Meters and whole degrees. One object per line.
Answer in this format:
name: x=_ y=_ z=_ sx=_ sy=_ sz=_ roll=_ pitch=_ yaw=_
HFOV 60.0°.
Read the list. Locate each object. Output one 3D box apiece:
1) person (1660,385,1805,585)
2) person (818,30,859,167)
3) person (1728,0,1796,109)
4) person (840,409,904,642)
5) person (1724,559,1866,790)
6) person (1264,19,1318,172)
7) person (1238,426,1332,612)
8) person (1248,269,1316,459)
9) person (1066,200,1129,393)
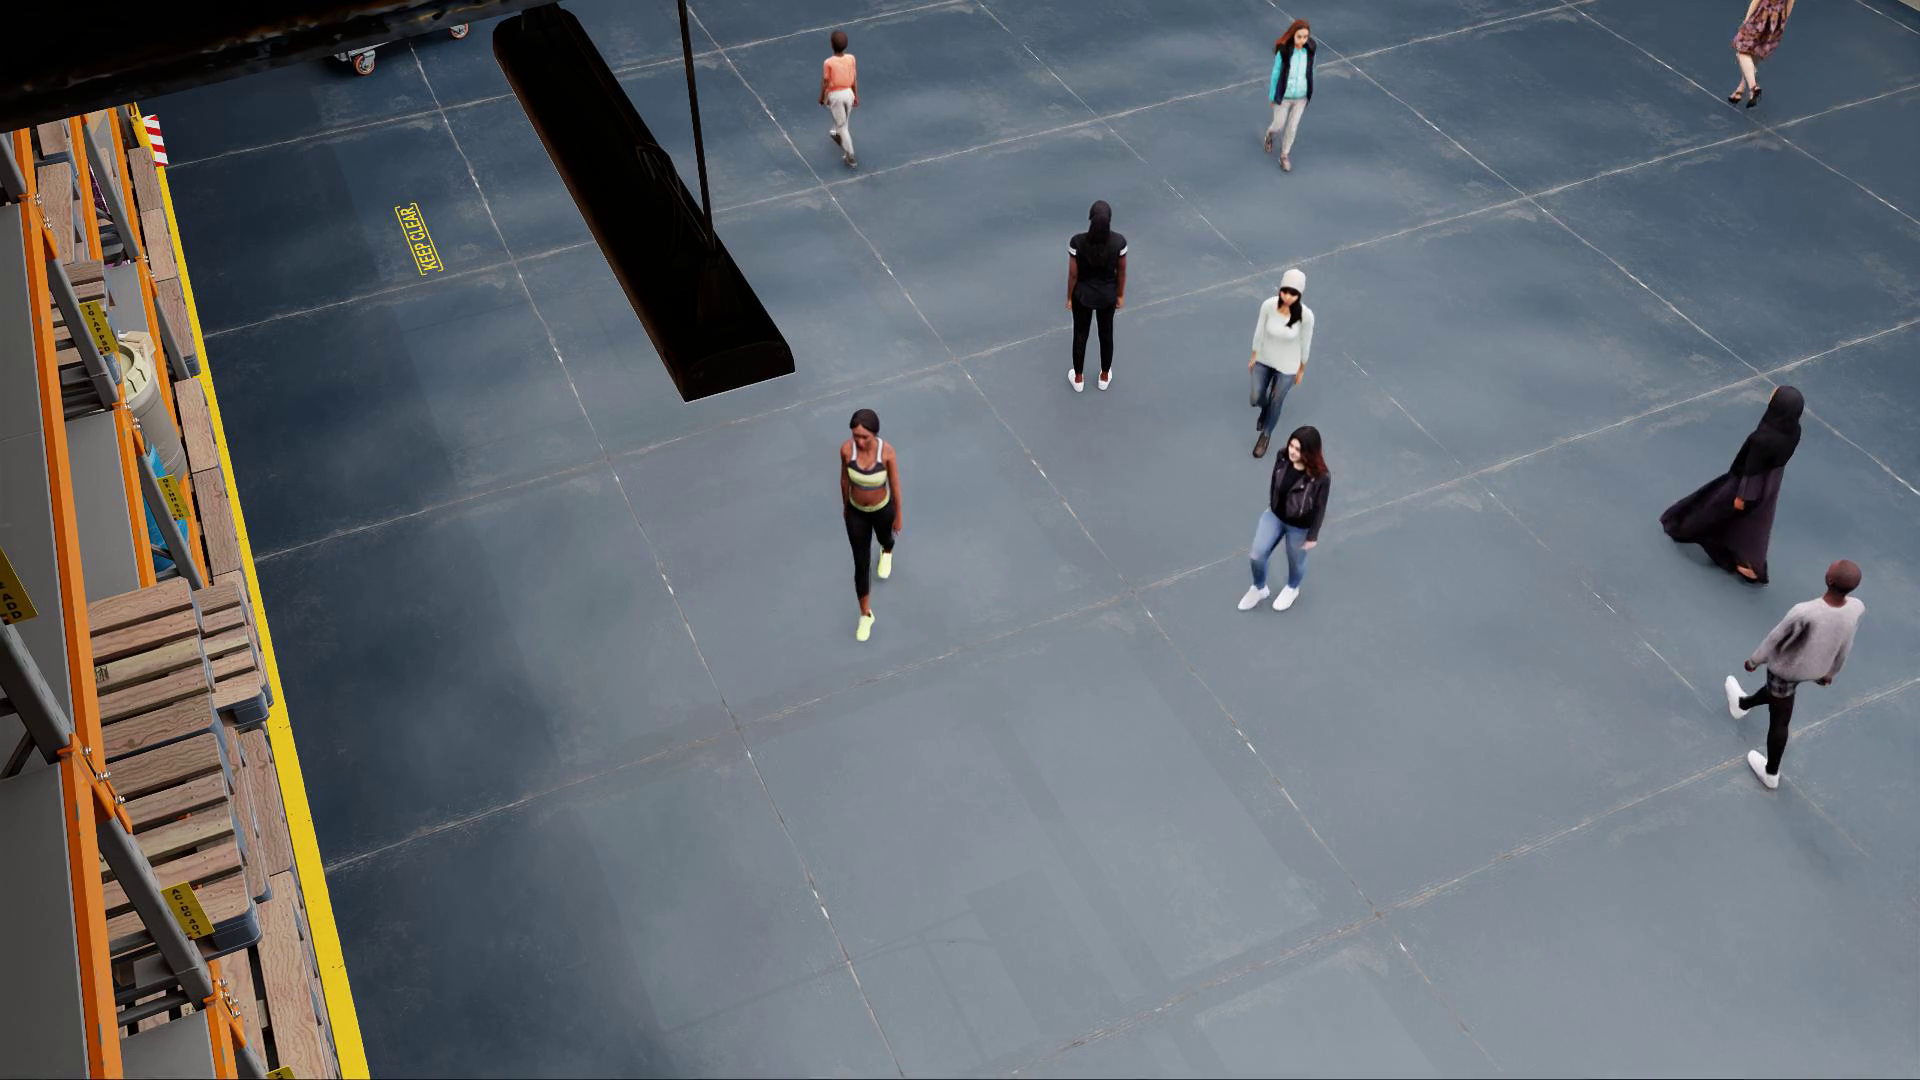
person: x=5.573 y=-0.368 z=11.538 sx=0.721 sy=1.610 sz=1.121 roll=-24 pitch=49 yaw=-23
person: x=-1.109 y=-4.164 z=15.758 sx=0.514 sy=1.285 sz=0.888 roll=-20 pitch=47 yaw=-19
person: x=7.880 y=-4.973 z=16.264 sx=0.824 sy=1.759 sz=0.968 roll=-2 pitch=44 yaw=-2
person: x=-0.579 y=-0.241 z=11.331 sx=0.966 sy=1.712 sz=1.189 roll=5 pitch=44 yaw=5
person: x=5.157 y=0.861 z=10.151 sx=0.810 sy=1.744 sz=1.112 roll=-7 pitch=44 yaw=-8
person: x=3.104 y=-4.234 z=15.683 sx=0.652 sy=1.491 sz=0.746 roll=-8 pitch=44 yaw=-8
person: x=2.309 y=-0.159 z=11.313 sx=0.739 sy=1.619 sz=0.817 roll=32 pitch=52 yaw=29
person: x=2.418 y=-1.383 z=12.580 sx=0.776 sy=1.643 sz=0.834 roll=17 pitch=46 yaw=17
person: x=1.061 y=-1.919 z=13.080 sx=0.697 sy=1.729 sz=0.697 roll=-2 pitch=44 yaw=-2
